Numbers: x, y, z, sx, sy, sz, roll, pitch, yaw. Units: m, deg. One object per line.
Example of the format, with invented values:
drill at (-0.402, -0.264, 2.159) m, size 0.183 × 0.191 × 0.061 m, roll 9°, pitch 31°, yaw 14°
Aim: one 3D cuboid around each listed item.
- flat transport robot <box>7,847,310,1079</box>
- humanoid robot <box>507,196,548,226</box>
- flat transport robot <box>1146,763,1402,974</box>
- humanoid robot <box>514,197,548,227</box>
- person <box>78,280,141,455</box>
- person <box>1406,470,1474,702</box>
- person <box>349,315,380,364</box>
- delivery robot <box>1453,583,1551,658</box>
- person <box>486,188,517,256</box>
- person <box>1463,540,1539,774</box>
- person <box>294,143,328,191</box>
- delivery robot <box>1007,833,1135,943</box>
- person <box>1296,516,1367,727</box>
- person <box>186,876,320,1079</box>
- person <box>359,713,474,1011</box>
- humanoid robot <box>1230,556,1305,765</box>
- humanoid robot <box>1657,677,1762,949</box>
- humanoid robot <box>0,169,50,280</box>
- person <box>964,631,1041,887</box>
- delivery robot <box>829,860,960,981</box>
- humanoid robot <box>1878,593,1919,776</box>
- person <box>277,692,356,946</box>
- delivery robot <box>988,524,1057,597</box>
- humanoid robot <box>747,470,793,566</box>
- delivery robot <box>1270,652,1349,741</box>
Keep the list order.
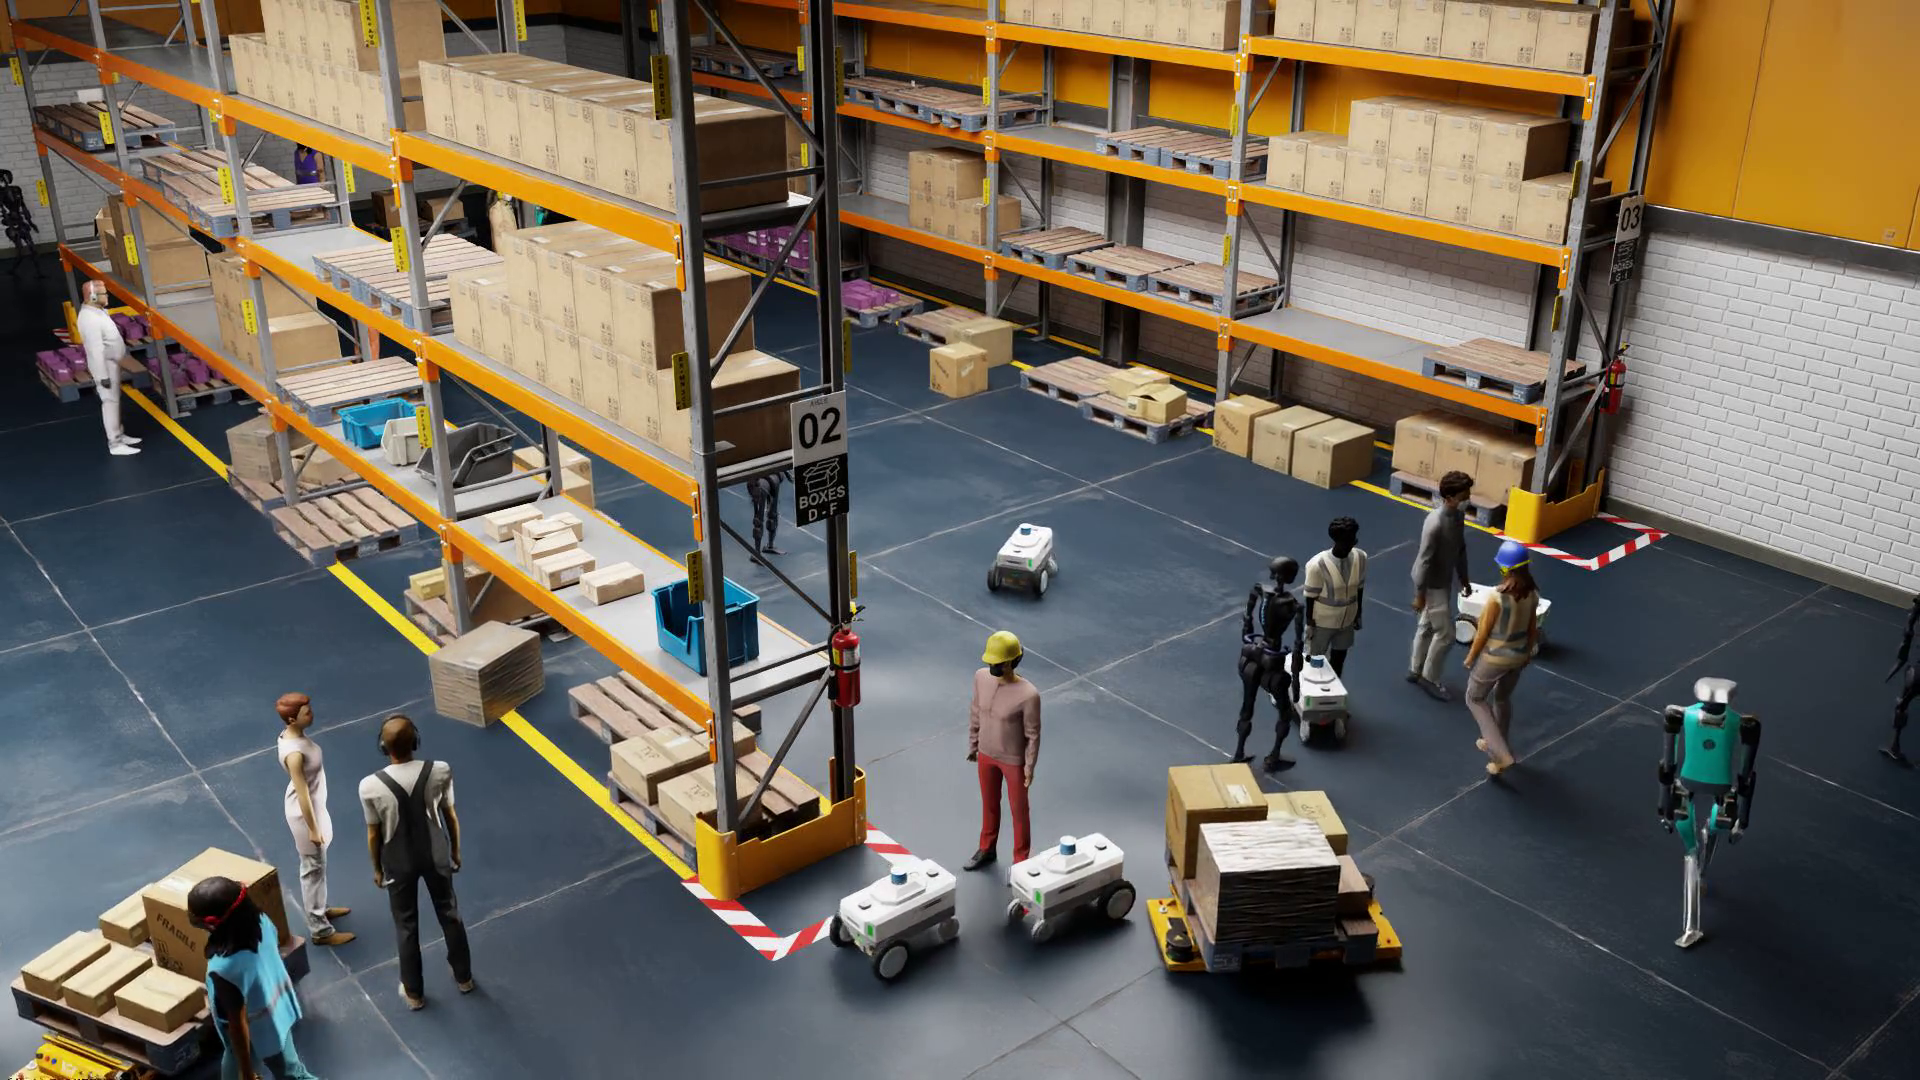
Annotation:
flat transport robot at (-4.537, 2.702, 9.386) m, size 0.659 × 0.231 × 1.431 m, roll 10°, pitch 25°, yaw 23°
humanoid robot at (-6.897, -5.474, 26.549) m, size 1.072 × 1.734 × 0.530 m, roll 17°, pitch 28°, yaw 34°
flat transport robot at (1.915, 2.343, 10.218) m, size 1.431 × 0.231 × 0.659 m, roll -2°, pitch 23°, yaw -6°
humanoid robot at (-6.550, -5.042, 25.519) m, size 0.536 × 1.814 × 0.814 m, roll -7°, pitch 24°, yaw -16°
person at (-9.165, -1.861, 17.906) m, size 0.402 × 1.900 × 0.654 m, roll -8°, pitch 25°, yaw -18°
person at (3.751, 0.348, 12.805) m, size 0.600 × 1.881 × 0.542 m, roll 17°, pitch 29°, yaw 34°
person at (-7.156, -2.694, 20.005) m, size 0.507 × 1.757 × 0.332 m, roll 13°, pitch 26°, yaw 27°
delivery robot at (4.499, 0.625, 13.859) m, size 0.818 × 0.614 × 0.499 m, roll 14°, pitch 27°, yaw 30°
person at (-6.274, -4.012, 22.922) m, size 0.390 × 1.869 × 0.559 m, roll 3°, pitch 23°, yaw 6°
person at (3.880, 0.854, 11.783) m, size 0.473 × 1.761 × 0.517 m, roll -11°, pitch 26°, yaw -24°
person at (-10.360, -5.642, 26.628) m, size 0.555 × 1.921 × 0.427 m, roll 8°, pitch 25°, yaw 18°
delivery robot at (0.680, 2.117, 10.369) m, size 0.773 × 0.586 × 0.499 m, roll -15°, pitch 27°, yaw -30°
person at (2.790, 0.594, 12.476) m, size 0.534 × 1.692 × 0.320 m, roll -10°, pitch 25°, yaw -22°
person at (-3.359, 2.397, 8.122) m, size 0.878 × 1.841 × 0.527 m, roll 2°, pitch 23°, yaw 5°
person at (-3.088, 1.820, 9.459) m, size 0.499 × 1.837 × 0.342 m, roll -13°, pitch 27°, yaw -28°
humanoid robot at (2.189, 0.866, 11.858) m, size 0.450 × 1.647 × 0.603 m, roll -16°, pitch 28°, yaw -33°
humanoid robot at (4.576, 1.553, 10.254) m, size 0.576 × 1.785 × 0.980 m, roll 11°, pitch 26°, yaw 24°
humanoid robot at (-14.024, -4.686, 24.724) m, size 0.512 × 1.648 × 0.589 m, roll 2°, pitch 23°, yaw 4°
person at (0.269, 1.373, 10.573) m, size 0.523 × 1.769 × 0.313 m, roll 17°, pitch 28°, yaw 34°
delivery robot at (-0.391, 2.261, 10.061) m, size 0.781 × 0.605 × 0.499 m, roll -18°, pitch 29°, yaw -36°
humanoid robot at (6.935, 0.884, 11.825) m, size 0.602 × 1.640 × 0.533 m, roll 4°, pitch 24°, yaw 10°
person at (-3.914, 1.664, 10.031) m, size 0.270 × 1.659 × 0.459 m, roll -9°, pitch 25°, yaw -21°
delivery robot at (0.581, 0.152, 14.922) m, size 0.505 × 0.587 × 0.759 m, roll 8°, pitch 25°, yaw 17°
humanoid robot at (-1.768, -0.598, 15.249) m, size 0.309 × 1.658 × 0.609 m, roll 11°, pitch 26°, yaw 25°
delivery robot at (2.686, 1.139, 12.645) m, size 0.499 × 0.595 × 0.781 m, roll -2°, pitch 23°, yaw -4°
